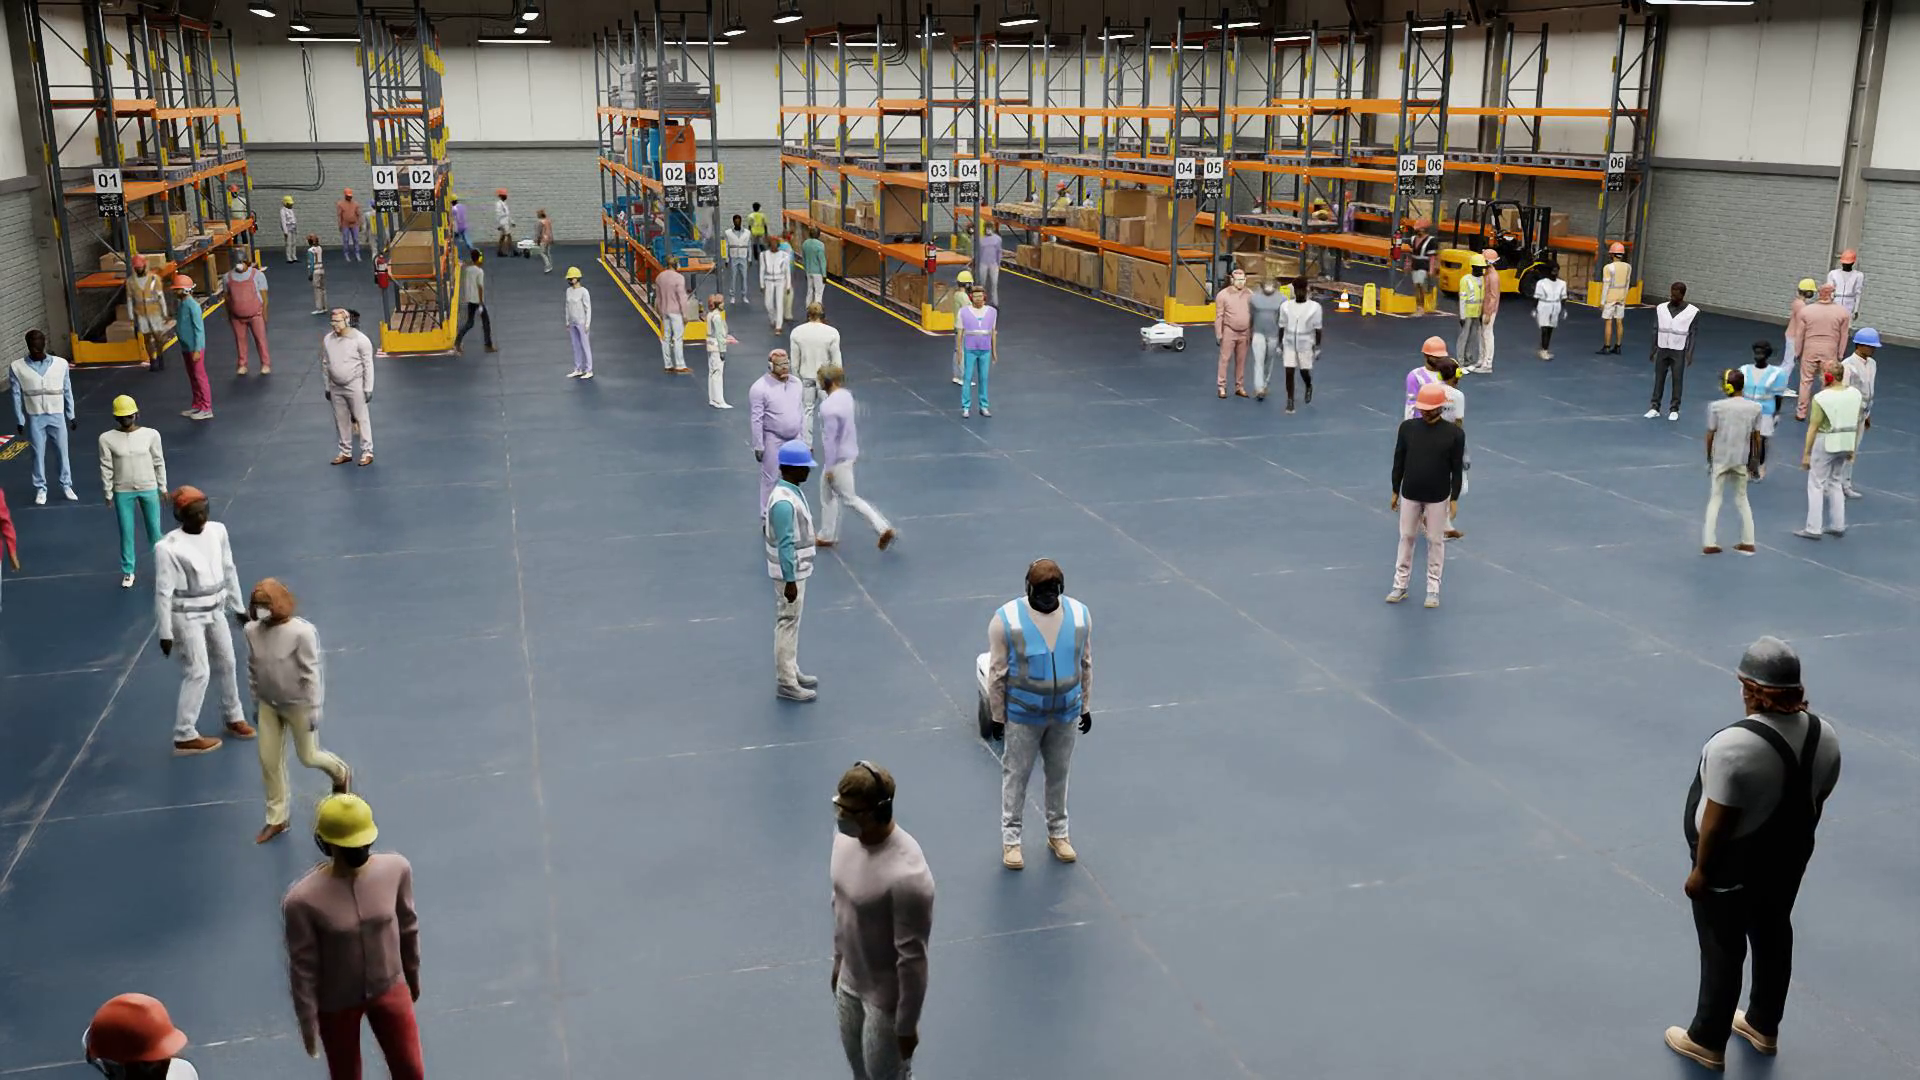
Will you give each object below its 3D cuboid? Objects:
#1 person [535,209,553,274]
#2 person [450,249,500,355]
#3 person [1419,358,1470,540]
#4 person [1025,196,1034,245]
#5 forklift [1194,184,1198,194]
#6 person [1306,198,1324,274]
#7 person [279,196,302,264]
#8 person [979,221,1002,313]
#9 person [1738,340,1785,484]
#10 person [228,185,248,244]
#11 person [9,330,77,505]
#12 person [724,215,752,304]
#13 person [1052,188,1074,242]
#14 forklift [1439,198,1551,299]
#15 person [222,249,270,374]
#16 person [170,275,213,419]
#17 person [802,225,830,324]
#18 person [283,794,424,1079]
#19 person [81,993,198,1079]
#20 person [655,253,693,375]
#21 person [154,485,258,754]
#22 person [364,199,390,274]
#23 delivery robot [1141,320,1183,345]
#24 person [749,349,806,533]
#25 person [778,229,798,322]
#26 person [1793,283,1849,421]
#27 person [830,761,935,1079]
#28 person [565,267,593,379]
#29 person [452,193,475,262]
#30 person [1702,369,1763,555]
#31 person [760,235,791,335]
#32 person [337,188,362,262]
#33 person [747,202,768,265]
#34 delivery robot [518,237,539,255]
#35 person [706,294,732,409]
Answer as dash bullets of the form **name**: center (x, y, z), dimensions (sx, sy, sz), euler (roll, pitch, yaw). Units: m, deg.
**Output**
- **person**: center (-10.569, -7.627, 42.442), dimensions (0.376, 1.628, 0.652), euler (3, 15, 11)
- **person**: center (-8.484, -4.125, 28.872), dimensions (0.518, 1.837, 0.861), euler (11, 18, 35)
- **person**: center (4.887, -0.895, 16.696), dimensions (0.506, 1.841, 0.596), euler (-4, 15, -16)
- **person**: center (1.996, -9.104, 47.976), dimensions (0.277, 1.633, 0.507), euler (2, 15, 8)
- **forklift**: center (7.392, -11.333, 53.972), dimensions (1.873, 2.768, 1.129), euler (-4, 15, -15)
- **person**: center (9.013, -7.733, 42.318), dimensions (0.611, 1.890, 0.869), euler (-12, 19, -38)
- **person**: center (-18.030, -8.335, 44.733), dimensions (0.406, 1.820, 0.604), euler (1, 15, 4)
- **person**: center (0.582, -5.712, 34.741), dimensions (0.654, 1.882, 1.038), euler (-4, 15, -13)
- **person**: center (9.121, -1.454, 19.085), dimensions (0.542, 1.682, 0.368), euler (14, 20, 43)
- **person**: center (-20.305, -8.962, 46.756), dimensions (0.623, 1.988, 0.393), euler (-4, 15, -15)
- **person**: center (-10.066, -1.363, 18.302), dimensions (0.597, 1.915, 0.371), euler (-11, 18, -35)
- **person**: center (-4.818, -6.105, 36.147), dimensions (0.597, 1.916, 0.370), euler (-4, 15, -15)
- **person**: center (3.002, -9.308, 48.403), dimensions (0.658, 1.828, 0.571), euler (7, 16, 24)
- **forklift**: center (11.913, -6.508, 37.130), dimensions (2.313, 2.155, 1.214), euler (-4, 15, -15)
- **person**: center (-11.511, -3.686, 26.806), dimensions (0.677, 2.000, 0.536), euler (-2, 15, -8)
- **person**: center (-10.683, -2.682, 23.115), dimensions (0.375, 1.995, 0.609), euler (-13, 20, -41)
- **person**: center (-2.854, -5.252, 32.893), dimensions (0.359, 1.939, 0.635), euler (-14, 20, -43)
- **person**: center (-2.348, 1.833, 6.581), dimensions (0.546, 1.743, 0.631), euler (-12, 19, -37)
- **person**: center (-2.487, 2.208, 5.171), dimensions (0.321, 1.754, 0.563), euler (3, 15, 9)
- **person**: center (-4.629, -3.644, 26.844), dimensions (0.627, 1.940, 0.376), euler (11, 19, 36)
- **person**: center (-5.154, 0.525, 11.306), dimensions (0.383, 1.871, 0.644), euler (5, 16, 18)
- **person**: center (-14.730, -7.666, 42.059), dimensions (0.602, 1.908, 0.965), euler (-5, 16, -18)
- **delivery robot**: center (3.555, -3.635, 29.283), dimensions (0.707, 0.478, 0.477), euler (-6, 16, -21)
- **person**: center (-1.814, -0.997, 16.947), dimensions (0.654, 1.906, 0.406), euler (-13, 20, -41)
- **person**: center (-3.467, -5.269, 33.164), dimensions (0.413, 1.833, 0.656), euler (-7, 16, -25)
- **person**: center (11.817, -2.567, 22.863), dimensions (0.642, 1.905, 0.401), euler (8, 17, 27)
- **person**: center (-0.319, 1.761, 6.532), dimensions (0.365, 1.928, 0.636), euler (-9, 17, -29)
- **person**: center (-6.081, -3.445, 26.429), dimensions (0.535, 1.767, 0.316), euler (11, 18, 36)
- **person**: center (-13.528, -8.462, 45.095), dimensions (0.825, 1.873, 0.622), euler (6, 16, 22)
- **person**: center (7.505, -0.741, 16.139), dimensions (0.559, 1.837, 0.404), euler (3, 15, 10)
- **person**: center (-3.480, -4.803, 31.323), dimensions (0.596, 1.872, 0.416), euler (1, 15, 3)
- **person**: center (-16.616, -8.576, 45.311), dimensions (0.618, 1.984, 0.419), euler (-9, 18, -31)
- **person**: center (-5.406, -8.189, 44.460), dimensions (0.542, 1.674, 0.441), euler (-6, 16, -22)
- **delivery robot**: center (-12.100, -8.246, 46.634), dimensions (0.477, 0.478, 0.707), euler (-14, 20, -42)
- **person**: center (-3.494, -2.716, 23.922), dimensions (0.310, 1.642, 0.514), euler (-6, 16, -22)
